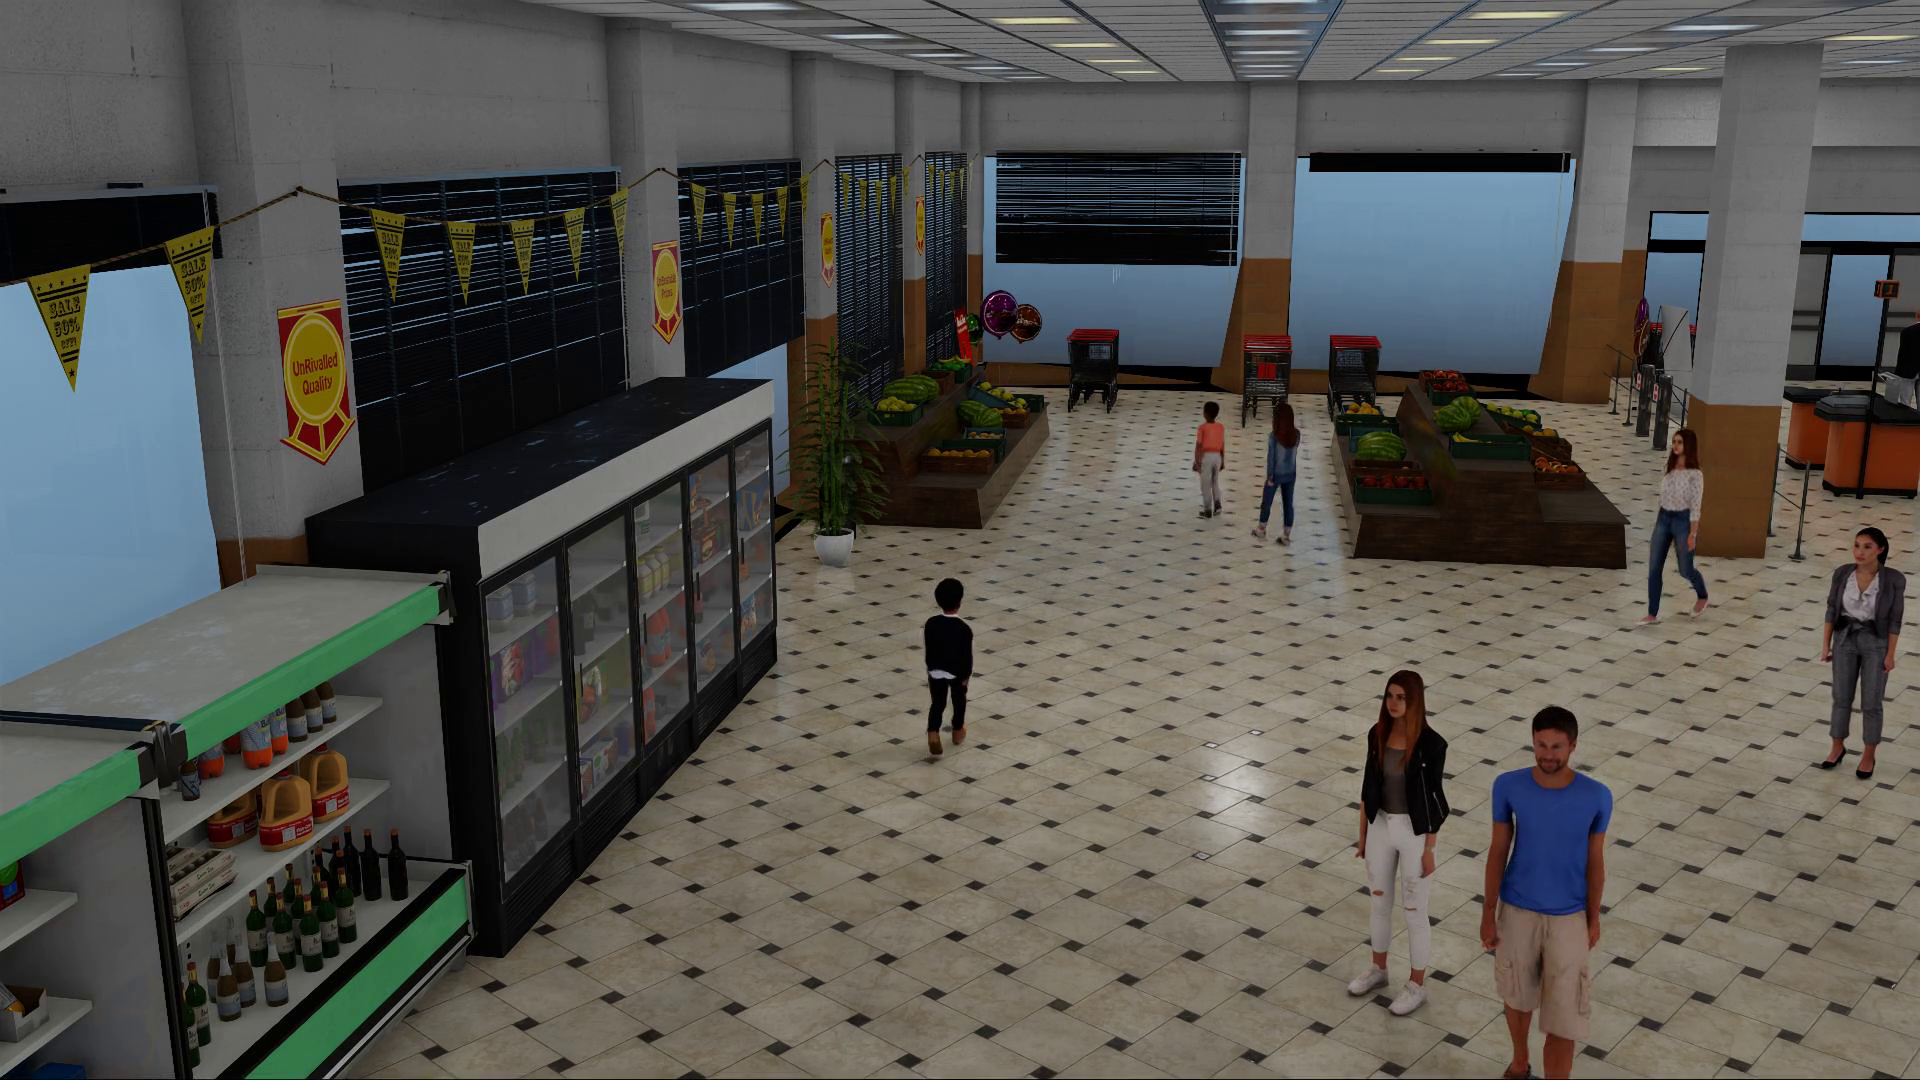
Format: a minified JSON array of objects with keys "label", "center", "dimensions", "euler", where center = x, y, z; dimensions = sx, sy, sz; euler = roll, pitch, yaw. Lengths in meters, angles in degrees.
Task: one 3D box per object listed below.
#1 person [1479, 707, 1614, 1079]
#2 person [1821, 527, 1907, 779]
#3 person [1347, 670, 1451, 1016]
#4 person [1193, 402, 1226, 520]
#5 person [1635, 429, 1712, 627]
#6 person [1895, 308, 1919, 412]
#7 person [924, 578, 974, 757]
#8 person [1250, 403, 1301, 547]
[{"label":"person","center":[2.508,1.577,7.167],"dimensions":[0.817,1.829,1.174],"euler":[5,15,21]},{"label":"person","center":[5.968,0.728,10.998],"dimensions":[0.755,1.673,0.721],"euler":[-13,19,-42]},{"label":"person","center":[2.135,1.436,8.026],"dimensions":[0.669,1.699,0.694],"euler":[13,19,43]},{"label":"person","center":[2.791,-0.868,18.366],"dimensions":[0.583,1.301,0.638],"euler":[-5,15,-21]},{"label":"person","center":[6.231,-0.089,14.311],"dimensions":[1.060,1.700,1.073],"euler":[-7,15,-28]},{"label":"person","center":[13.317,-2.360,23.135],"dimensions":[0.690,1.954,0.568],"euler":[2,14,9]},{"label":"person","center":[-0.099,0.878,11.370],"dimensions":[0.565,1.207,0.846],"euler":[4,14,16]},{"label":"person","center":[3.371,-0.659,17.166],"dimensions":[0.777,1.462,0.892],"euler":[-5,15,-20]}]
